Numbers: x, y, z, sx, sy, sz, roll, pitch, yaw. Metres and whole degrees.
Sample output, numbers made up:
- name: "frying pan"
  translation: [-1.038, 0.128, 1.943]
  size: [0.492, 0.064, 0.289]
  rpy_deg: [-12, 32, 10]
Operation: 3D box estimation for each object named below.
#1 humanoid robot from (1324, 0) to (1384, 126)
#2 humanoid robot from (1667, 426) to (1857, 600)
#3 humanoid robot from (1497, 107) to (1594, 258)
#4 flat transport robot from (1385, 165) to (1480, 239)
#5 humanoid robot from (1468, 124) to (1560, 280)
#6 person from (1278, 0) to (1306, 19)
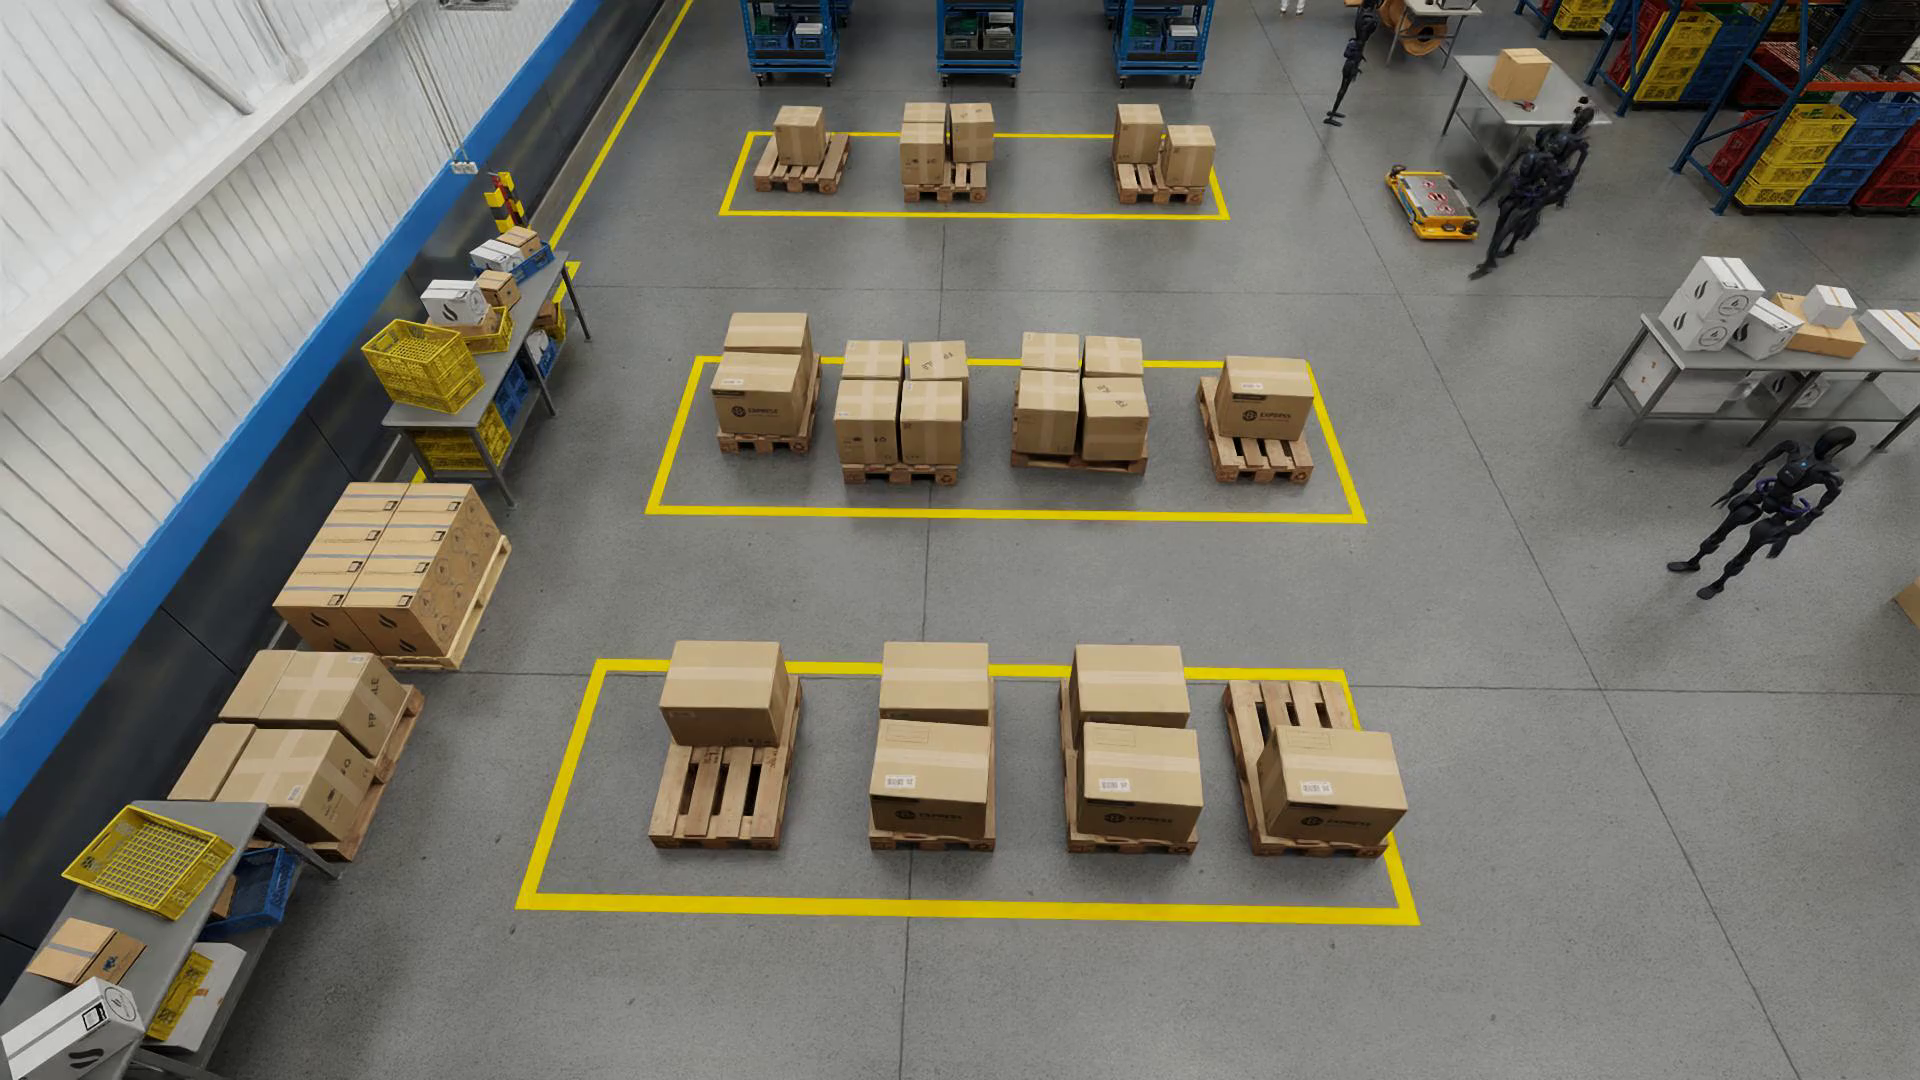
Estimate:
- name: "humanoid robot"
  translation: [5.236, -6.383, 12.125]
  size: [0.316, 1.652, 0.579]
  rpy_deg: [18, 51, 15]
- name: "humanoid robot"
  translation: [5.927, -0.204, 6.768]
  size: [0.327, 1.658, 0.584]
  rpy_deg: [-13, 50, -11]
- name: "humanoid robot"
  translation: [6.422, -3.943, 10.030]
  size: [0.592, 1.639, 0.598]
  rpy_deg: [-16, 51, -14]
- name: "flat transport robot"
  translation: [5.692, -4.094, 11.059]
  size: [0.652, 0.197, 1.431]
  rpy_deg: [1, 49, 1]
- name: "humanoid robot"
  translation: [5.830, -3.564, 9.688]
  size: [0.593, 1.640, 0.591]
  rpy_deg: [-12, 50, -10]
- name: "person"
  translation: [5.486, -9.342, 14.551]
  size: [0.585, 1.882, 0.342]
  rpy_deg: [16, 51, 14]
